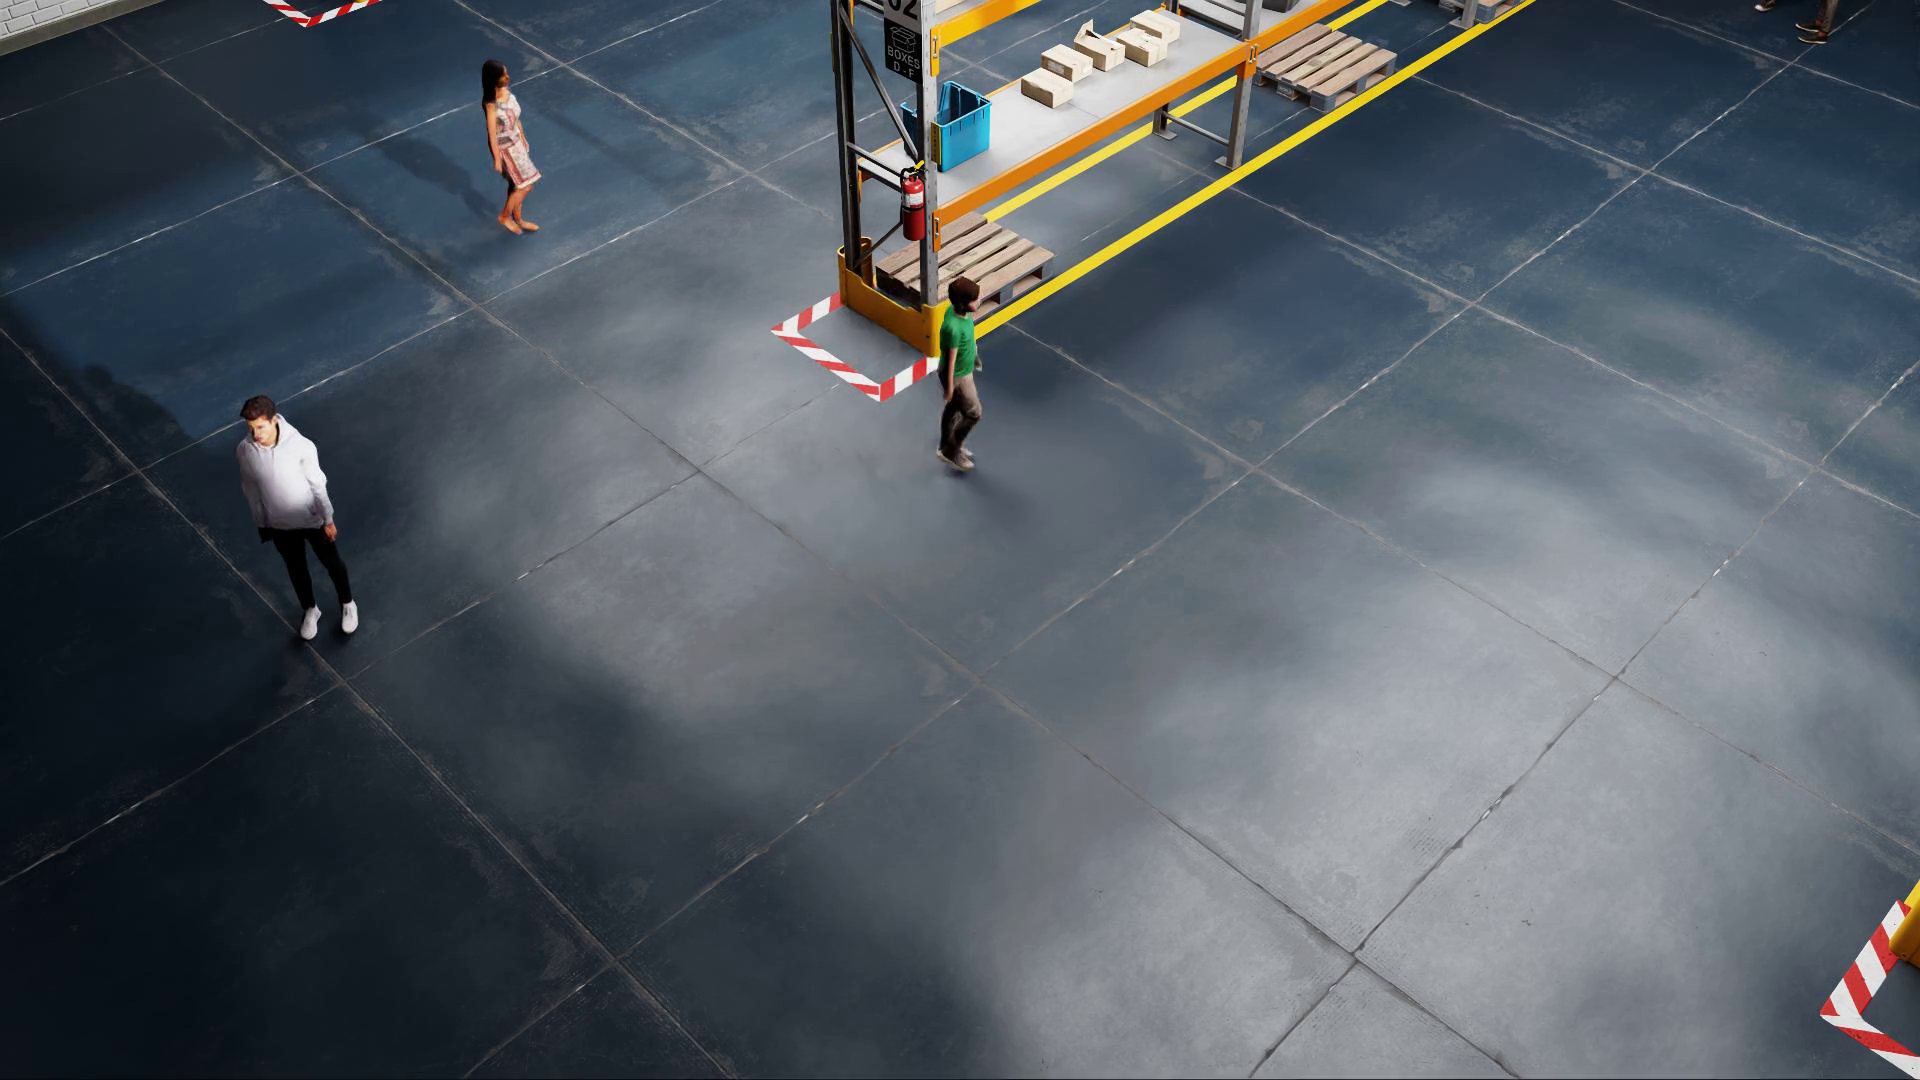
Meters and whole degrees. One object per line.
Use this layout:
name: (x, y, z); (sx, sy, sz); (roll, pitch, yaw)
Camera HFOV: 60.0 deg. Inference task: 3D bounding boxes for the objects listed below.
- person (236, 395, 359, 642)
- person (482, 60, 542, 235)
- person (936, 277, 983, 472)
person: (-4.286, -0.190, 10.821); (0.800, 1.926, 0.877); (-5, 44, -5)
person: (-3.990, -3.386, 14.387); (0.864, 1.635, 0.804); (2, 44, 2)
person: (-0.107, -1.233, 12.121); (0.768, 1.643, 0.697); (5, 44, 5)
